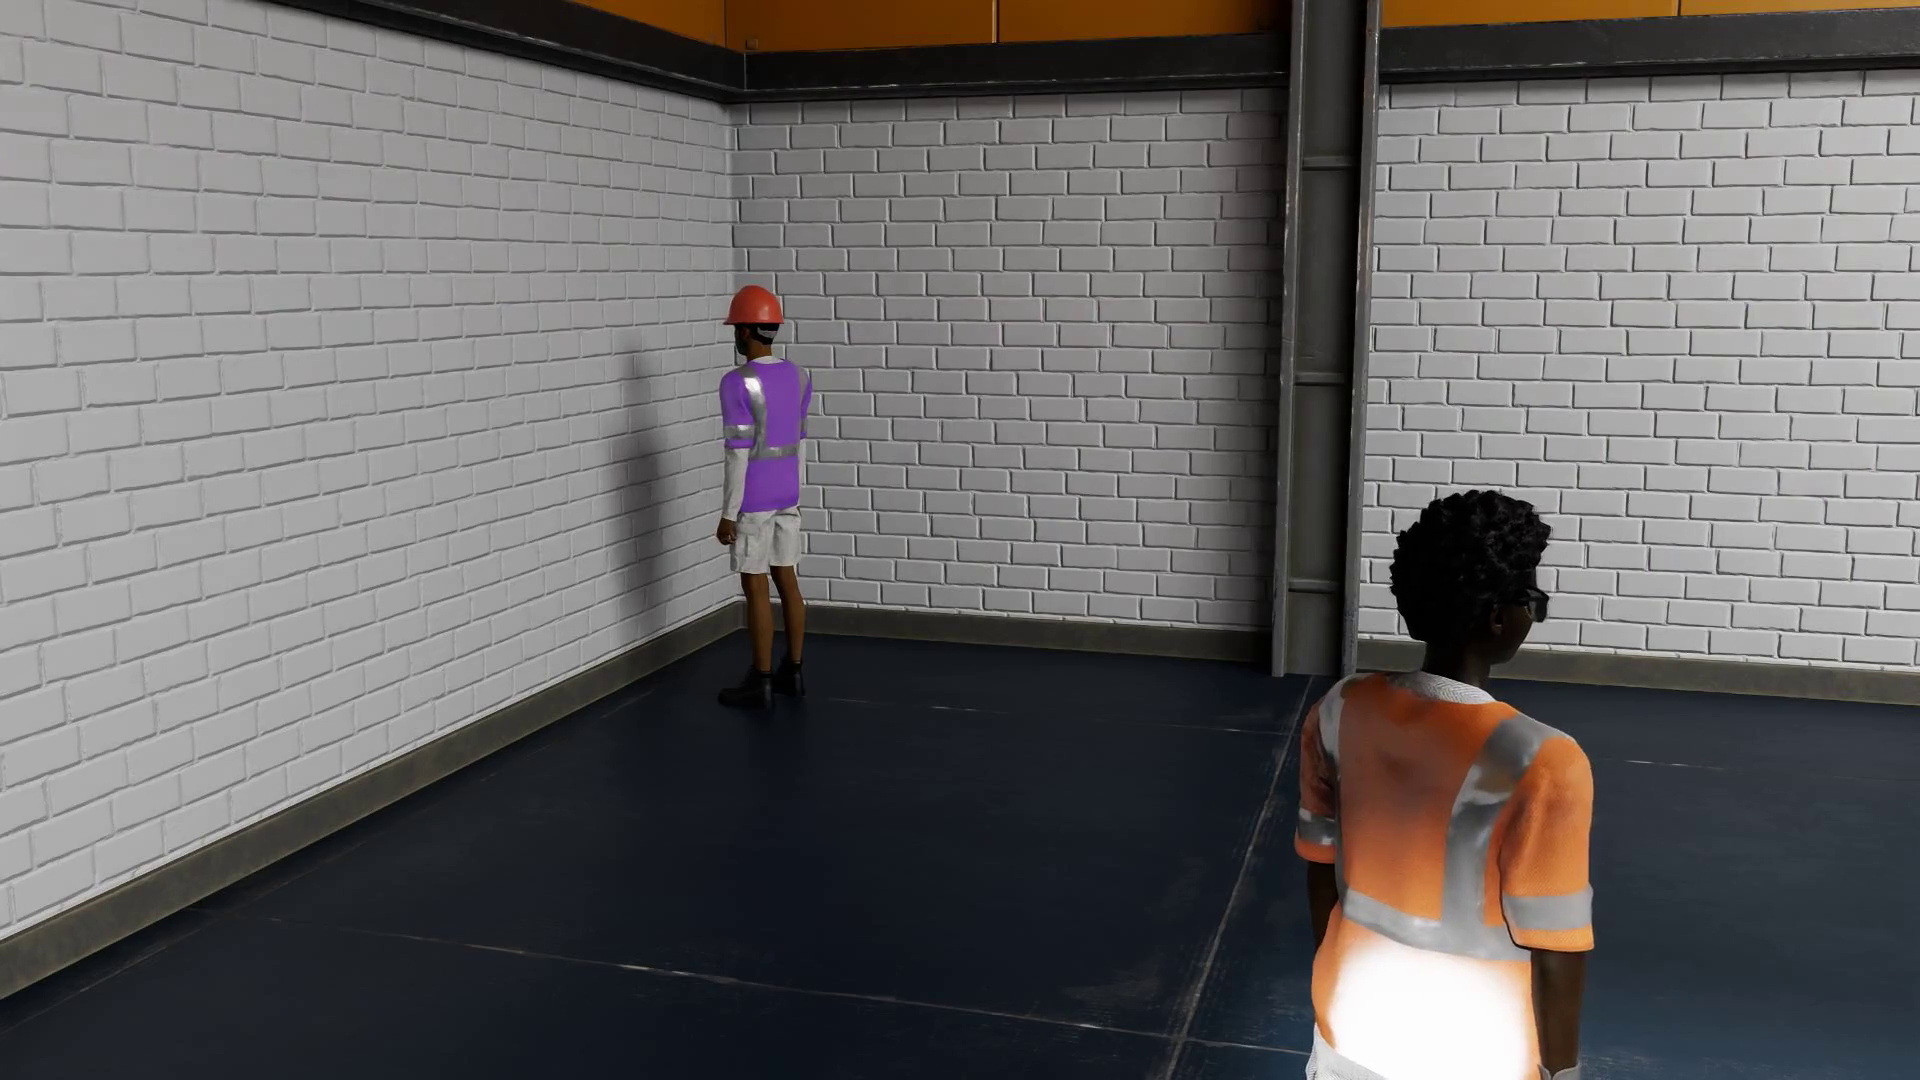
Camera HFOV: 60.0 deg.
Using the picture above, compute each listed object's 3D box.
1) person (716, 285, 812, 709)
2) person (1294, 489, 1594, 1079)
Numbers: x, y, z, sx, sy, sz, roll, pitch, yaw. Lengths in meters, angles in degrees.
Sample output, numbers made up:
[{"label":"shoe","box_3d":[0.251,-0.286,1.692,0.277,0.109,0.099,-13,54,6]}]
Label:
[{"label":"person","box_3d":[-0.923,-0.193,7.665,0.355,1.939,0.543,6,11,32]},{"label":"person","box_3d":[0.729,0.768,2.543,0.320,1.695,0.537,-6,11,-31]}]
